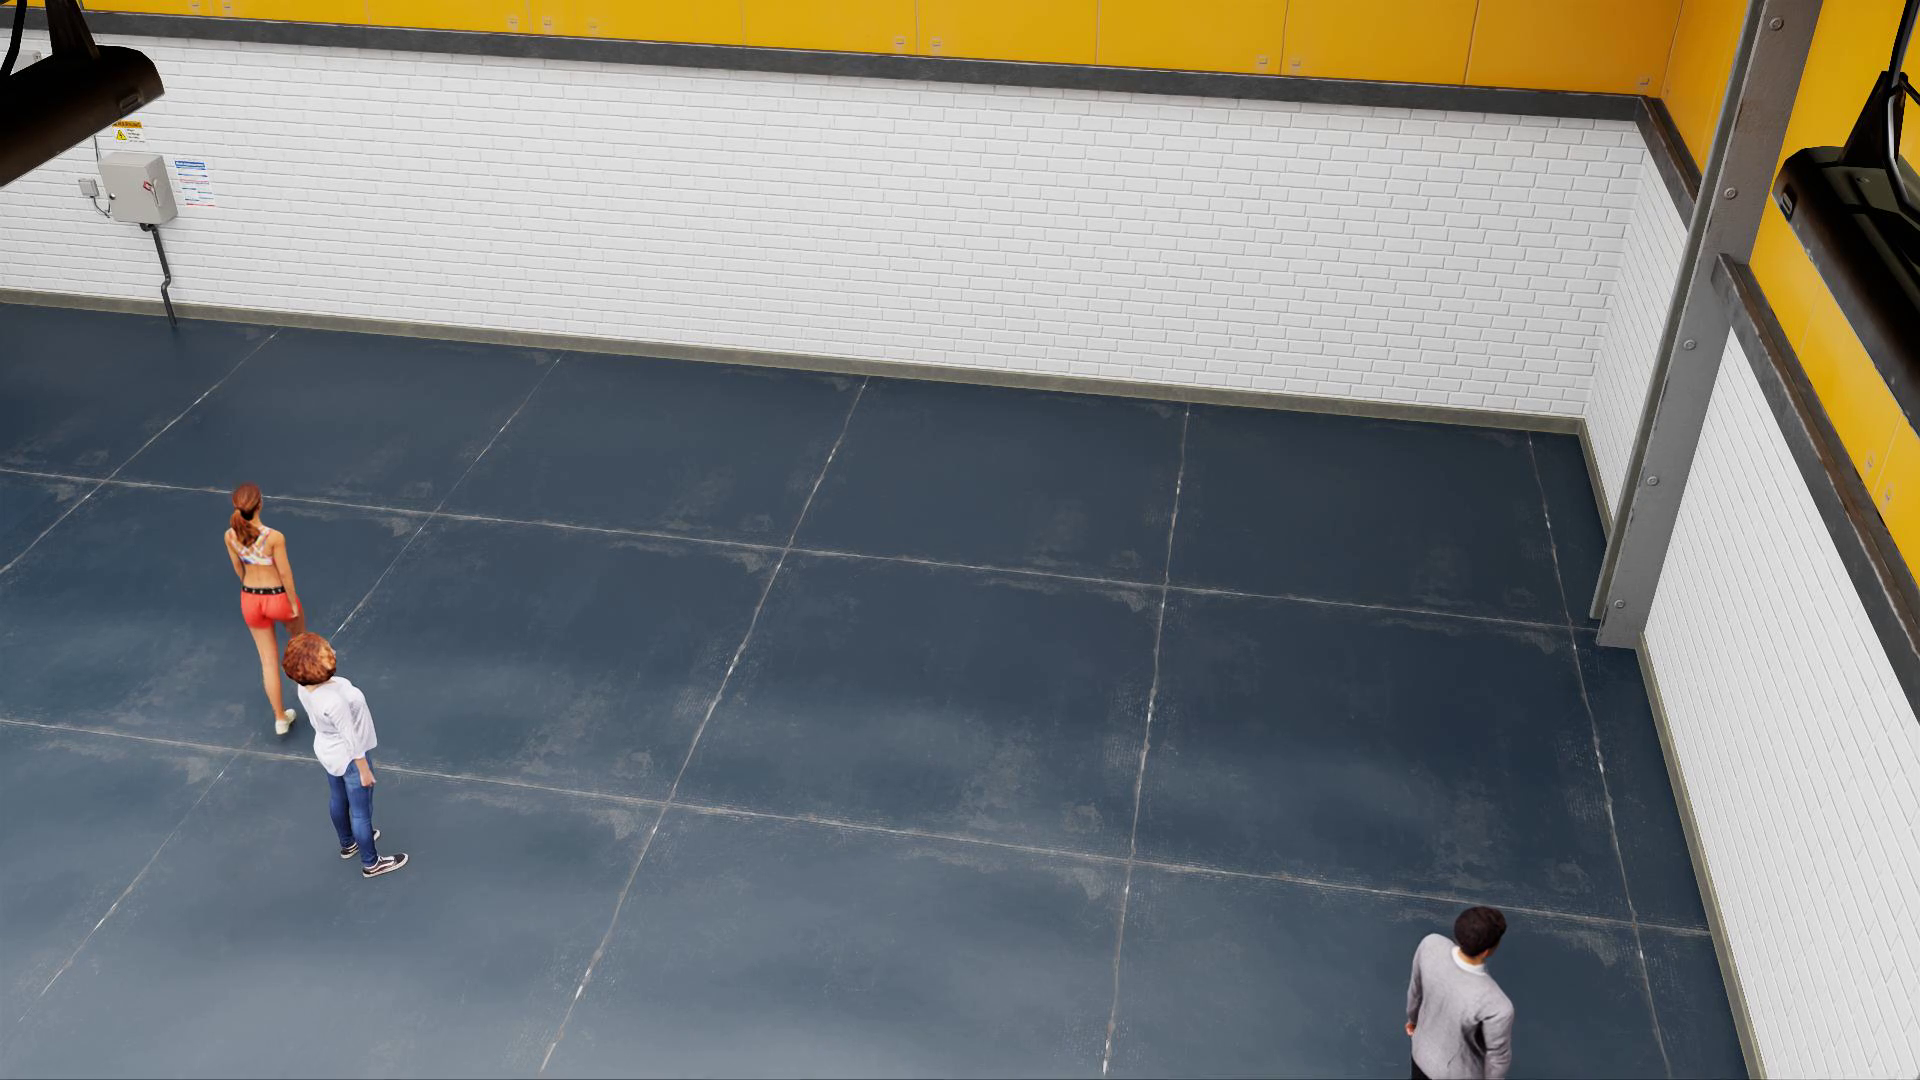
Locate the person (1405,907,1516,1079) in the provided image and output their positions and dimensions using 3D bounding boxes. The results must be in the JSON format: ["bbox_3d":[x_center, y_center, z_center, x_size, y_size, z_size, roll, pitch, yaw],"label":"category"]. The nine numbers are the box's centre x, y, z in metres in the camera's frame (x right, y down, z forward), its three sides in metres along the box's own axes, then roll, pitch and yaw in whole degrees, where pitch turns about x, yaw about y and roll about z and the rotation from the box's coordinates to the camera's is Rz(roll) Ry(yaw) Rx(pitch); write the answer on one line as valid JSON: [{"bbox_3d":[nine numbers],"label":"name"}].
[{"bbox_3d":[2.323,2.449,7.899,0.896,1.923,0.820,-19,38,-26],"label":"person"}]

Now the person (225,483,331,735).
[{"bbox_3d":[-4.602,0.486,11.014,0.746,1.744,1.185,-1,34,-1],"label":"person"}]

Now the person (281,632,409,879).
[{"bbox_3d":[-3.686,1.262,9.874,0.750,1.713,0.785,28,43,35],"label":"person"}]
